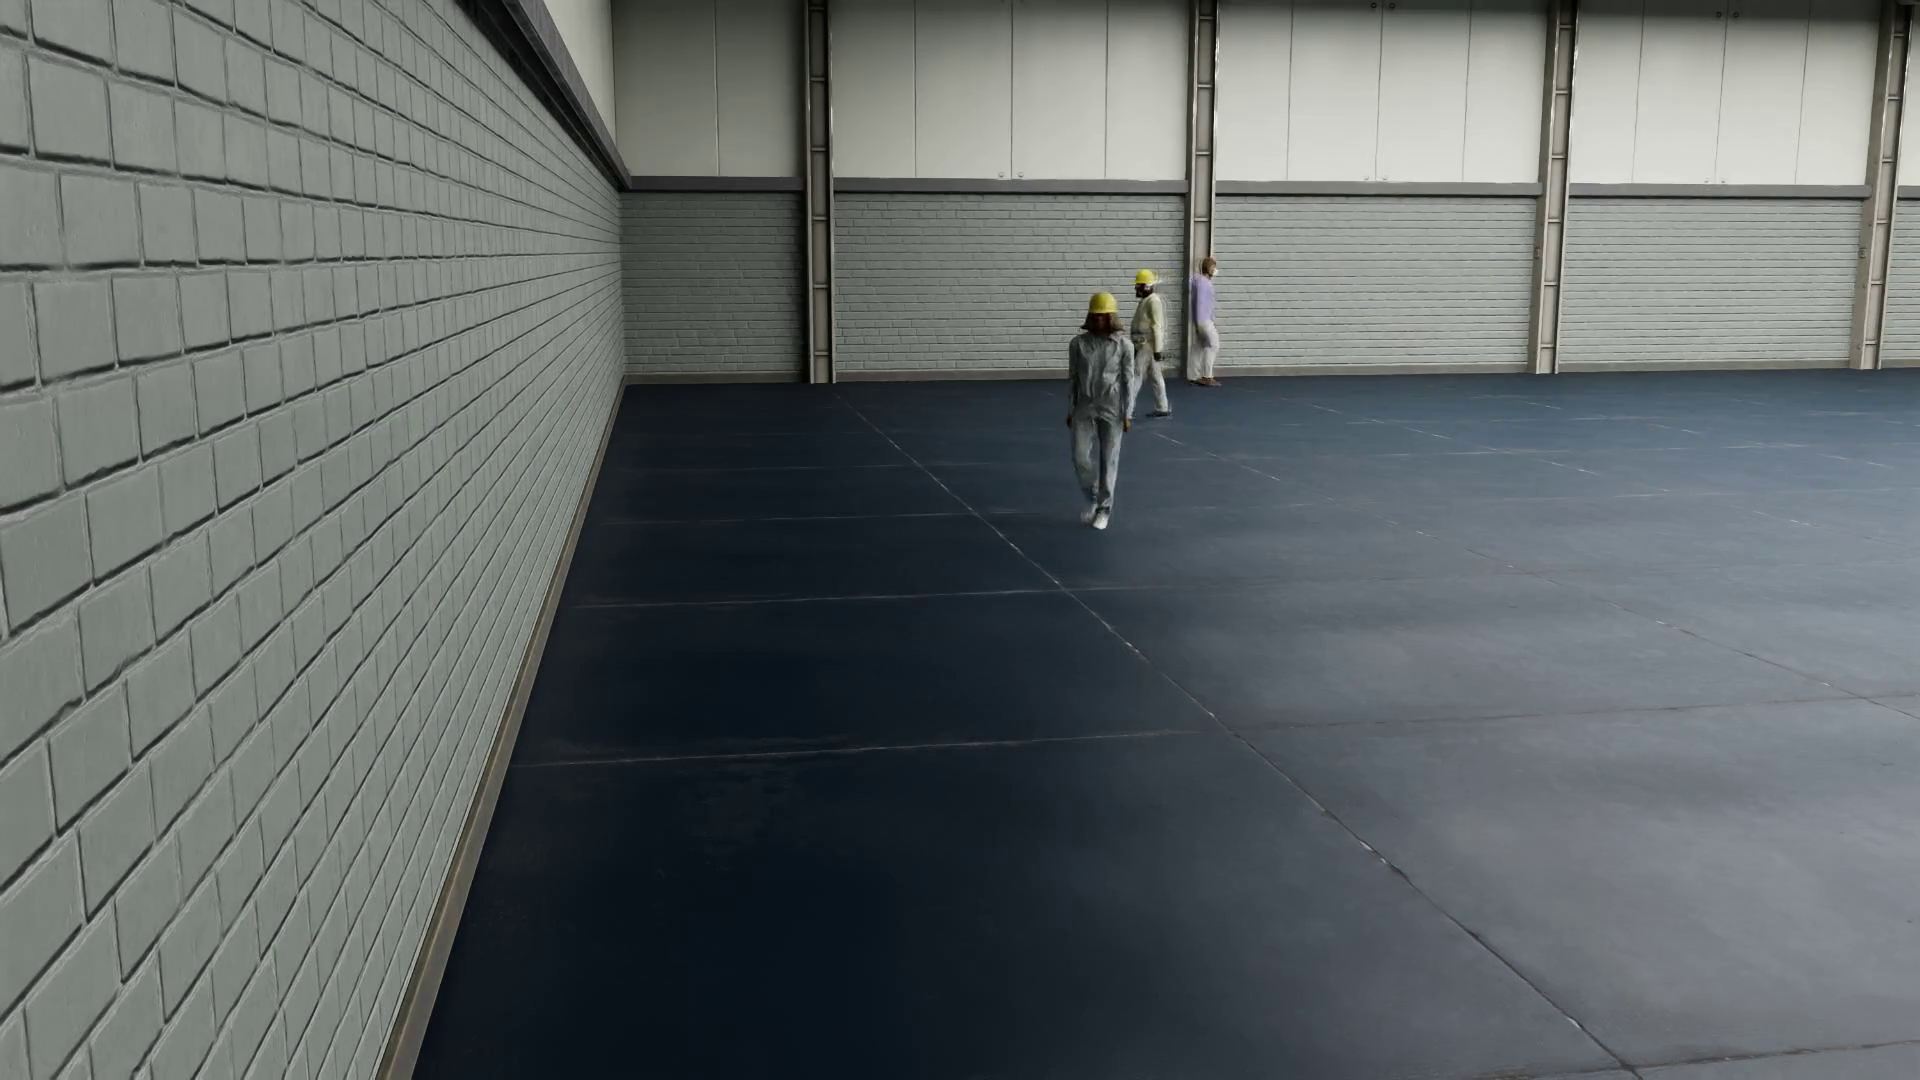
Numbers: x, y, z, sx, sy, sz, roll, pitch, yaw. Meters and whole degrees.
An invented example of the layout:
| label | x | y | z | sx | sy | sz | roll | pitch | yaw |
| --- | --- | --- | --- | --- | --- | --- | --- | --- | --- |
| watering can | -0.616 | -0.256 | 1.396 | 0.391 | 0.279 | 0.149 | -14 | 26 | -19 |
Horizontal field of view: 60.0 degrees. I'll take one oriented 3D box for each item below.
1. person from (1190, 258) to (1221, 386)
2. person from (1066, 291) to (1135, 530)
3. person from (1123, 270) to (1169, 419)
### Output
| label | x | y | z | sx | sy | sz | roll | pitch | yaw |
| --- | --- | --- | --- | --- | --- | --- | --- | --- | --- |
| person | 3.740 | -3.241 | 24.839 | 0.624 | 1.919 | 0.661 | 2 | 10 | 13 |
| person | 1.012 | -0.936 | 12.098 | 0.511 | 1.727 | 0.353 | 3 | 10 | 16 |
| person | 2.131 | -2.333 | 19.975 | 0.883 | 1.790 | 0.612 | 0 | 10 | -1 |
